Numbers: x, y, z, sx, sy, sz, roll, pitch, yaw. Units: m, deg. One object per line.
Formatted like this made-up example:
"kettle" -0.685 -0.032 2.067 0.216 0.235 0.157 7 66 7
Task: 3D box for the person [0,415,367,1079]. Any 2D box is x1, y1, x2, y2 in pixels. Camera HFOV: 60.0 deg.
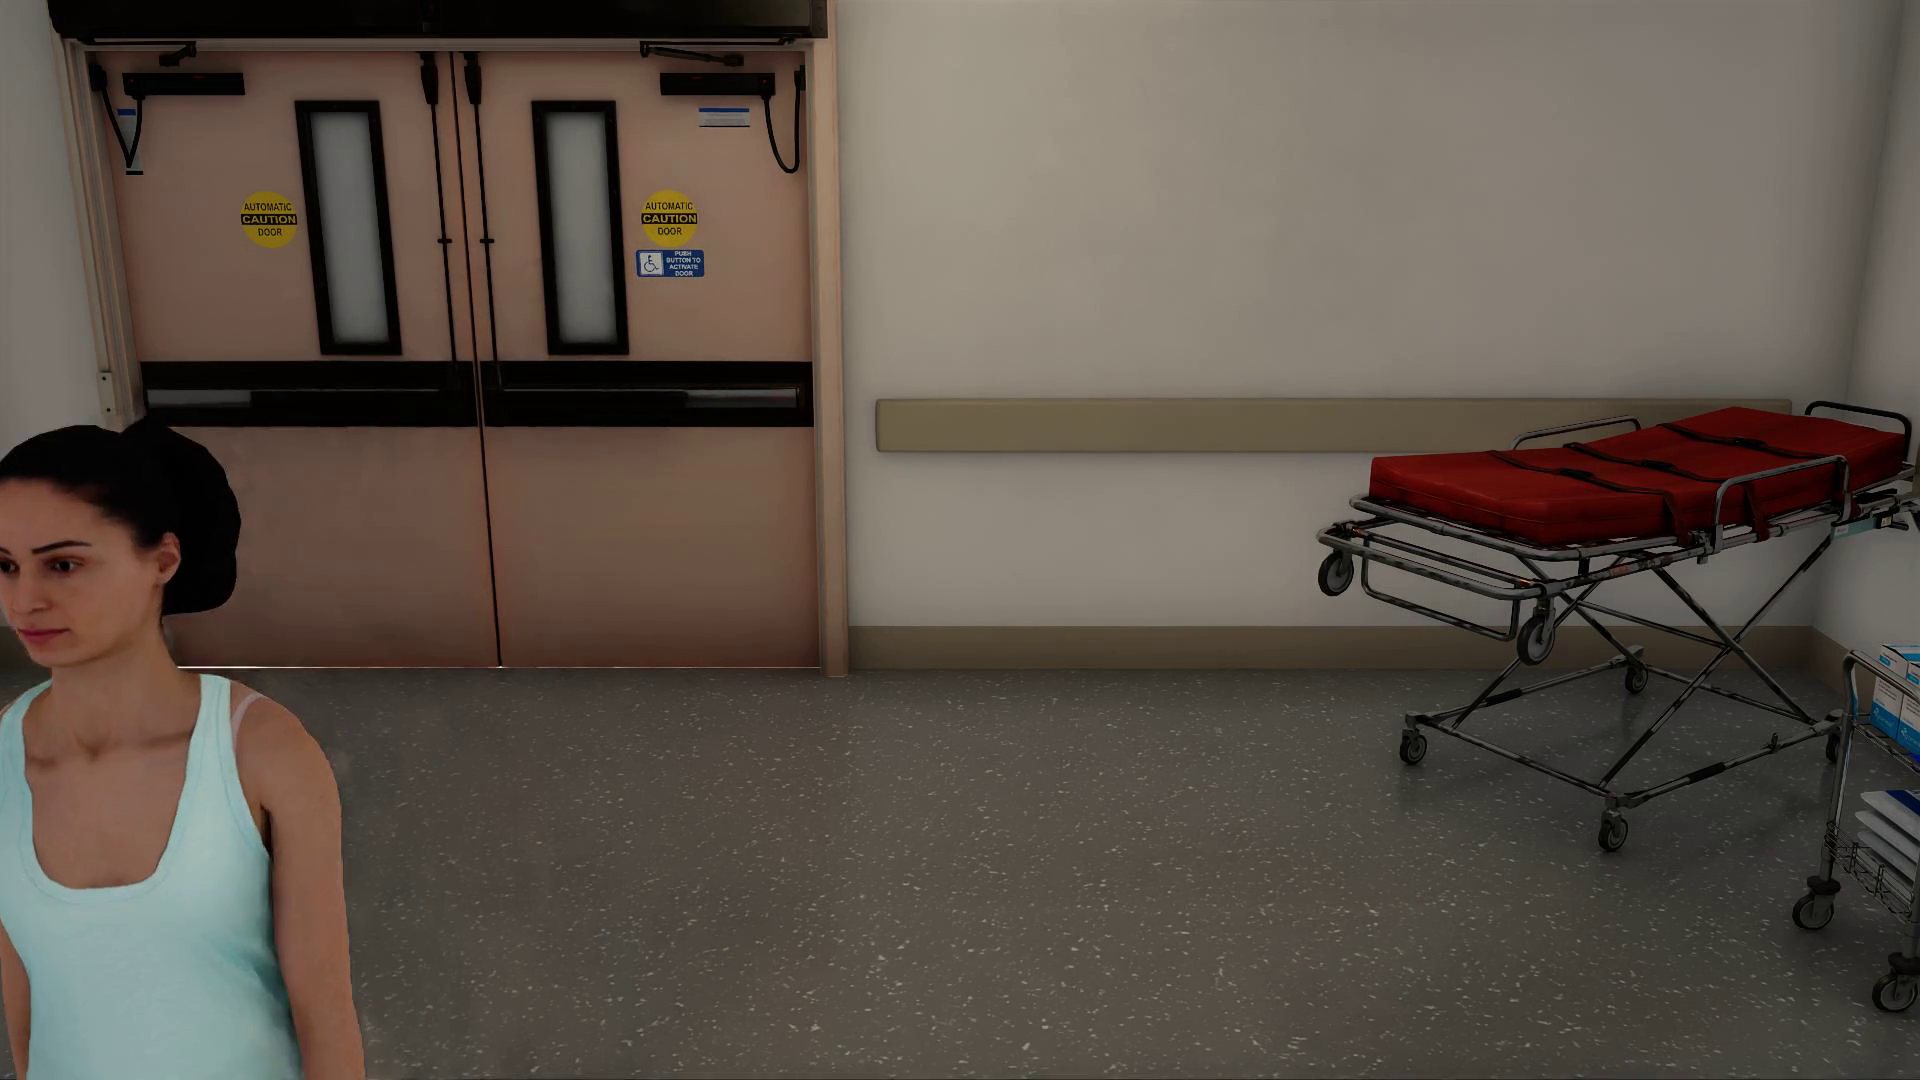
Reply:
"person" -0.824 0.726 1.930 0.580 1.742 1.089 0 16 1
